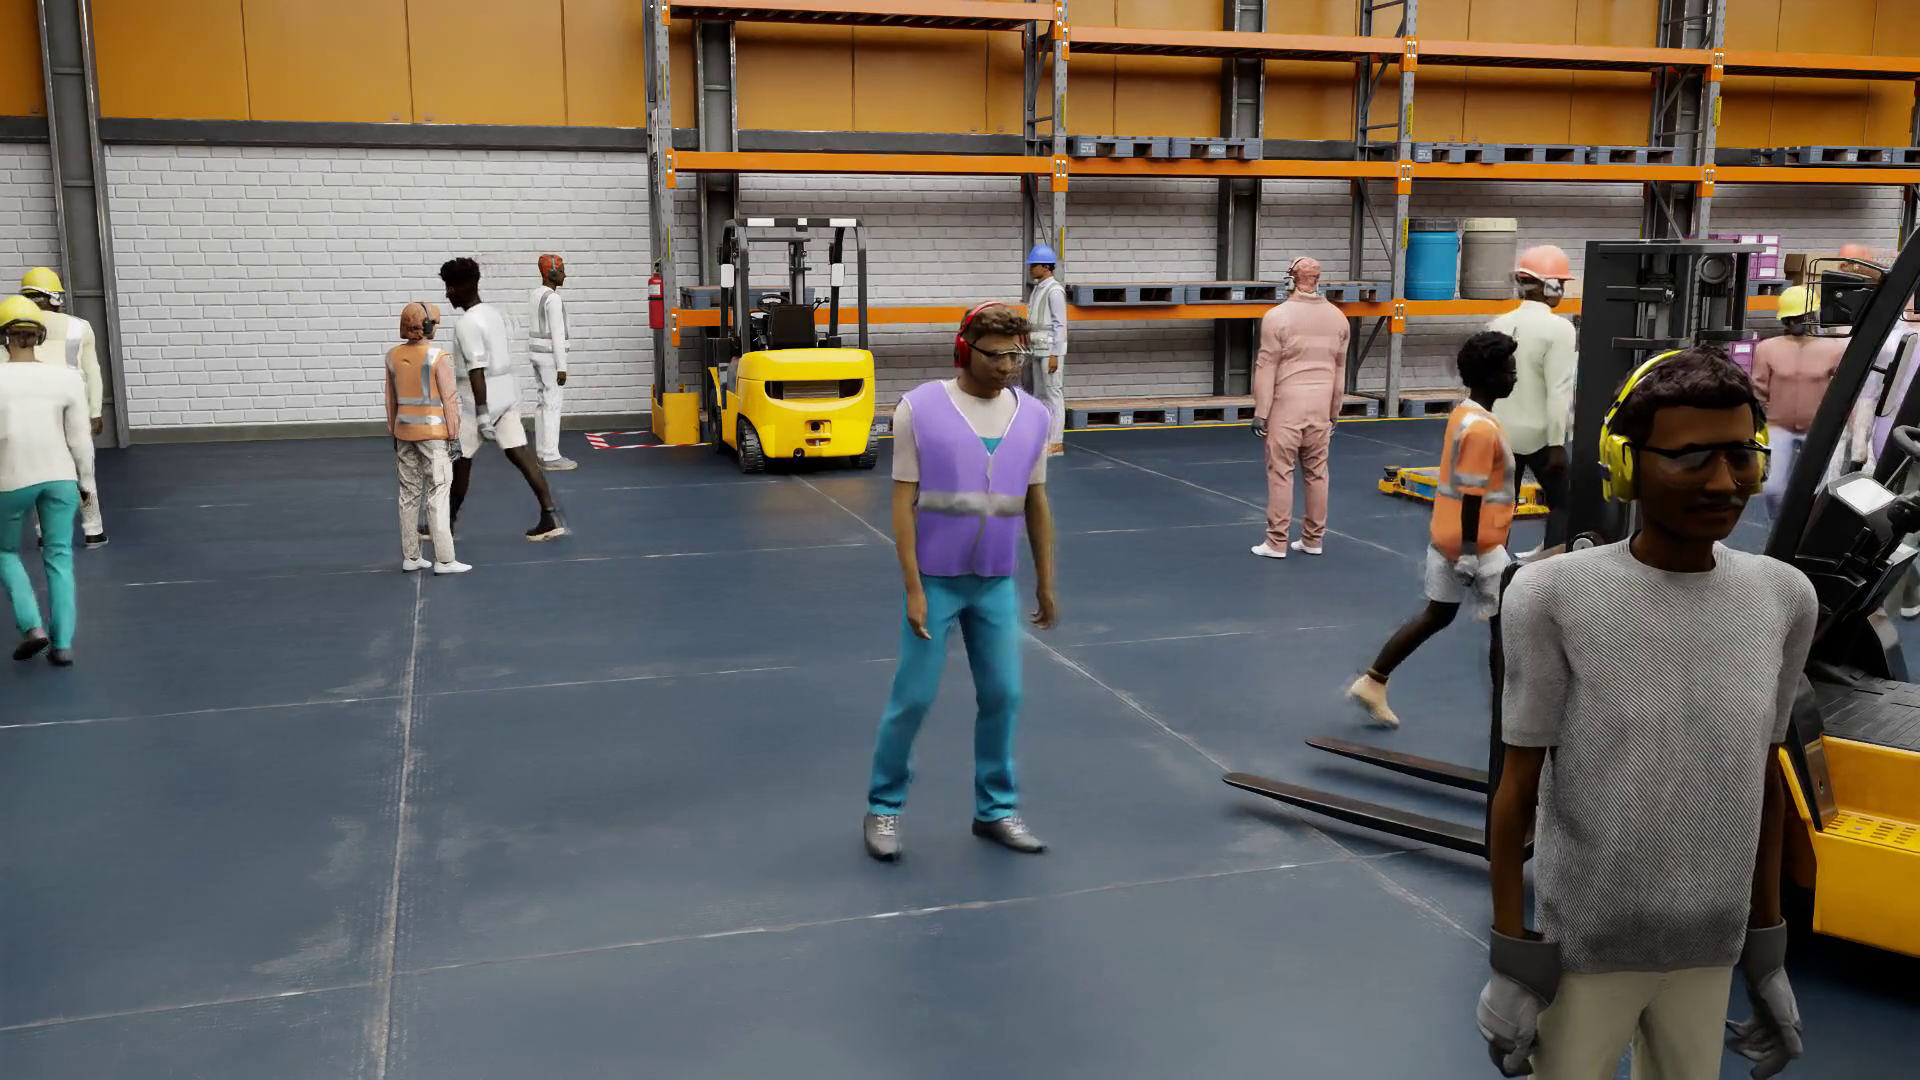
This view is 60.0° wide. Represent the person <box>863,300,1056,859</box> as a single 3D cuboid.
[{"bbox_3d":[-0.006,0.137,5.420,0.704,1.823,0.514,-6,12,-30],"label":"person"}]

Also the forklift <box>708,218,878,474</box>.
[{"bbox_3d":[-1.522,-1.778,14.899,1.214,2.155,2.313,-3,11,-17],"label":"forklift"}]

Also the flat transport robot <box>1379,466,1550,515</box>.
[{"bbox_3d":[3.824,-0.388,12.551,0.652,0.197,1.431,-3,11,-17],"label":"flat transport robot"}]

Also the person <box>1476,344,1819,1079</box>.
[{"bbox_3d":[1.041,0.640,2.534,0.508,1.872,0.328,-2,10,-9],"label":"person"}]

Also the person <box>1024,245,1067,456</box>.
[{"bbox_3d":[0.790,-1.747,15.400,0.405,1.948,0.605,-3,11,-16],"label":"person"}]

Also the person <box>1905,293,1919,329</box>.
[{"bbox_3d":[7.725,-1.403,13.397,0.623,1.989,0.400,8,13,37],"label":"person"}]

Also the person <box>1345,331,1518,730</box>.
[{"bbox_3d":[1.994,-0.011,6.673,0.832,1.663,0.536,2,10,8],"label":"person"}]

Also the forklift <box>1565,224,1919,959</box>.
[{"bbox_3d":[2.909,0.117,4.508,2.313,2.155,1.214,9,14,40],"label":"forklift"}]

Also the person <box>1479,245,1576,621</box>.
[{"bbox_3d":[3.089,-0.553,8.783,0.776,1.967,0.653,-5,11,-24],"label":"person"}]

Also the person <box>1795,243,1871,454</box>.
[{"bbox_3d":[8.283,-1.754,15.398,0.851,1.967,0.624,-1,10,-7],"label":"person"}]

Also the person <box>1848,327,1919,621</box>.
[{"bbox_3d":[4.897,-0.435,8.463,0.999,1.861,0.598,-8,13,-38],"label":"person"}]

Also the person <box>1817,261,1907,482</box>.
[{"bbox_3d":[6.646,-1.121,12.262,0.429,1.844,0.632,-8,13,-39],"label":"person"}]

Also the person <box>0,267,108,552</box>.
[{"bbox_3d":[-5.852,-0.835,10.738,0.591,1.828,0.404,-4,11,-22],"label":"person"}]

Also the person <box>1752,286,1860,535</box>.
[{"bbox_3d":[5.019,-0.628,9.876,0.640,1.734,0.440,6,12,28],"label":"person"}]

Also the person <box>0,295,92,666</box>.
[{"bbox_3d":[-4.372,-0.270,7.831,0.554,1.750,0.390,-10,14,-43],"label":"person"}]

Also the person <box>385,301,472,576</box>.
[{"bbox_3d":[-3.209,-0.603,9.978,0.523,1.639,0.309,5,11,25],"label":"person"}]

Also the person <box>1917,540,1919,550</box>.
[{"bbox_3d":[5.528,-0.449,9.091,0.783,1.654,0.540,4,11,21],"label":"person"}]

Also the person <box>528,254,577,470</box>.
[{"bbox_3d":[-3.569,-1.543,14.499,0.351,1.878,0.568,-7,12,-33],"label":"person"}]

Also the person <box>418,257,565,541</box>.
[{"bbox_3d":[-3.124,-0.907,10.963,1.058,1.897,0.620,2,11,13],"label":"person"}]

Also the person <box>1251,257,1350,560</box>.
[{"bbox_3d":[2.130,-0.829,10.522,0.646,1.902,0.401,-5,11,-24],"label":"person"}]

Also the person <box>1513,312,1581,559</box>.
[{"bbox_3d":[3.835,-0.612,10.171,0.899,1.585,0.514,-2,10,-9],"label":"person"}]
